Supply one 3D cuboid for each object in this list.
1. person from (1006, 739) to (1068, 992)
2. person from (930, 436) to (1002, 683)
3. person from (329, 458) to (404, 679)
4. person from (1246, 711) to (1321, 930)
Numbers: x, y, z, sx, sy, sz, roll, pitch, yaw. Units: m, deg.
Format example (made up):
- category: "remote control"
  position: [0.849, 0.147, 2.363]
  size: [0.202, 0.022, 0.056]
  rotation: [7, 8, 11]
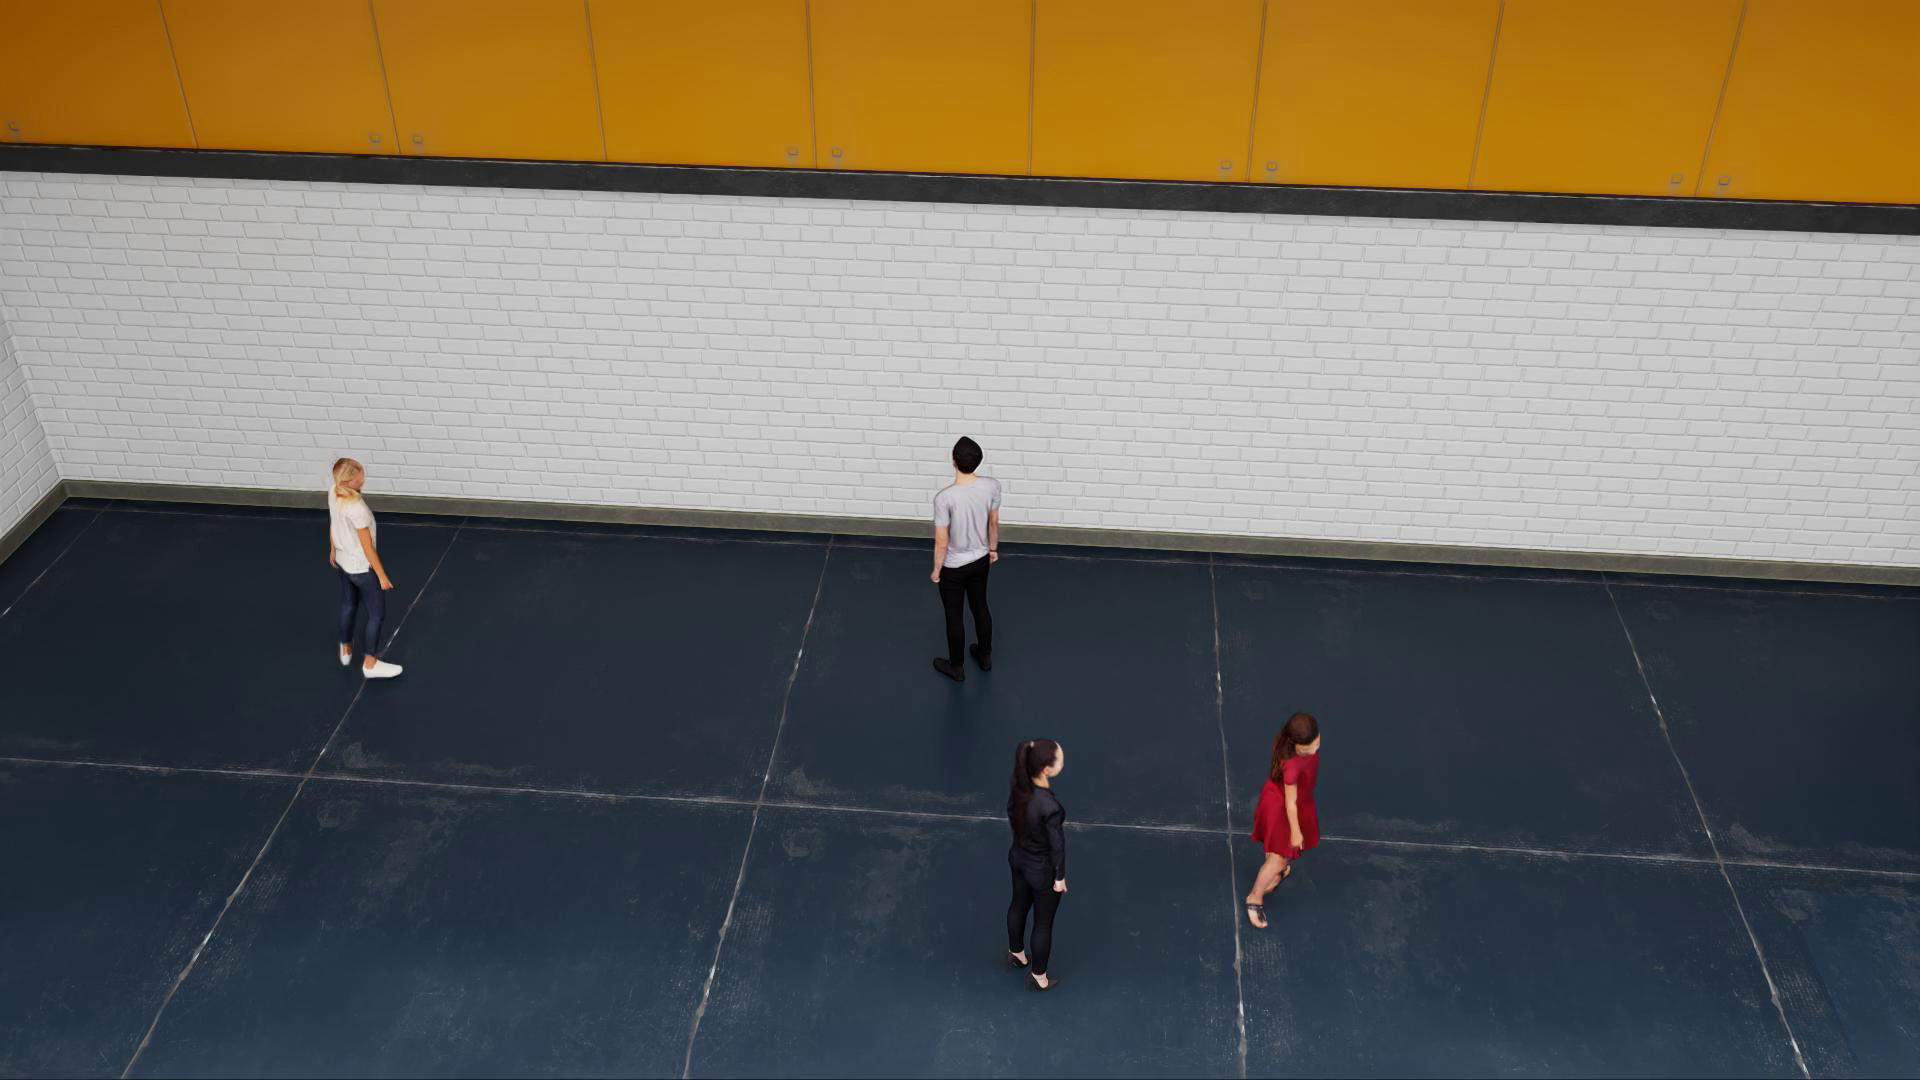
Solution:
- category: "person"
  position: [0.414, 1.761, 9.033]
  size: [0.701, 1.711, 0.613]
  rotation: [-20, 39, -27]
- category: "person"
  position: [0.032, 0.140, 11.335]
  size: [0.747, 1.863, 0.764]
  rotation: [-19, 38, -26]
- category: "person"
  position: [-4.164, 0.193, 11.338]
  size: [0.876, 1.773, 0.900]
  rotation: [21, 39, 28]
- category: "person"
  position: [1.876, 1.493, 9.600]
  size: [0.820, 1.529, 0.616]
  rotation: [0, 34, 0]
